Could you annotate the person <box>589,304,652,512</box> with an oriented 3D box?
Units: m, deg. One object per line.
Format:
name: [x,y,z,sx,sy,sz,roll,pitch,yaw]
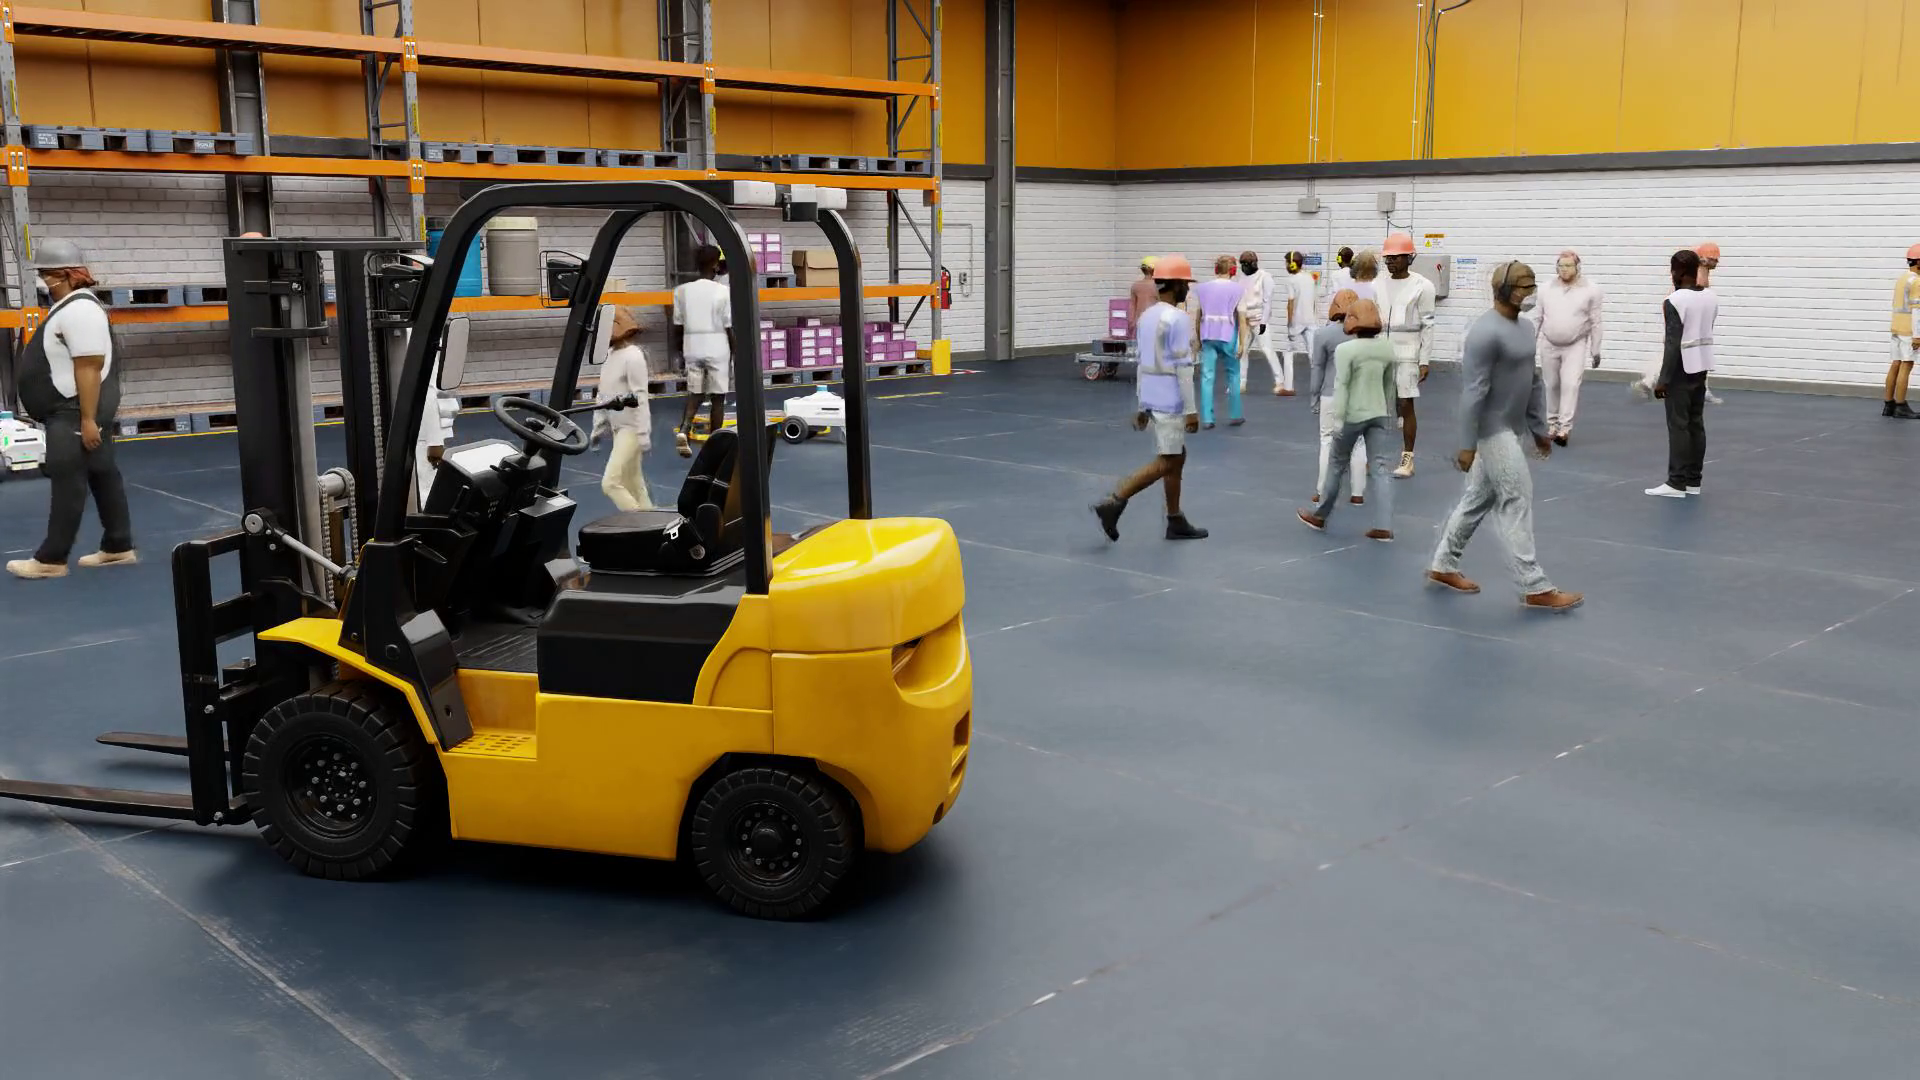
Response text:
person: [-2.047,-0.635,10.195,0.437,1.609,0.510,-6,12,-29]

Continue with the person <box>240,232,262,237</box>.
person: [-5.794,-1.508,13.754,0.378,2.045,0.605,-9,14,-41]

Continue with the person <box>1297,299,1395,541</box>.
person: [2.640,-0.810,11.185,0.529,1.598,0.762,-5,11,-25]

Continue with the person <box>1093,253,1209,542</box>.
person: [1.268,-0.911,10.876,0.799,1.912,0.553,-3,11,-15]

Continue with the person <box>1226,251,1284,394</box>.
person: [3.797,-2.753,21.192,0.540,1.817,0.823,-9,13,-39]

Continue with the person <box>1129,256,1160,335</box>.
person: [2.504,-2.803,21.627,0.534,1.753,0.535,-9,14,-40]

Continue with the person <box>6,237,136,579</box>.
person: [-5.358,-0.808,9.951,0.605,2.000,0.693,-4,11,-23]

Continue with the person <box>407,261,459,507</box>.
person: [-2.911,-0.575,9.111,0.355,1.883,0.572,-4,11,-22]

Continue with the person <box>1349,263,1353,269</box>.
person: [5.536,-3.117,23.544,0.597,1.662,0.406,8,13,37]

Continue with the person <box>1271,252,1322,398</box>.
person: [4.277,-2.679,20.783,0.529,1.826,0.688,-7,12,-32]

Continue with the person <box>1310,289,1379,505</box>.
person: [2.879,-1.065,12.484,0.501,1.626,0.277,0,10,1]

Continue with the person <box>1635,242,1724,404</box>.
person: [8.719,-2.607,20.044,0.941,1.955,0.628,5,11,24]

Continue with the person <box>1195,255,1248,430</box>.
person: [2.768,-2.084,17.554,0.595,1.809,0.866,5,11,24]

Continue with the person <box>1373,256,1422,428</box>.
person: [4.560,-2.172,17.508,0.623,1.993,0.385,2,11,13]

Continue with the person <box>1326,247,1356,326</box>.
person: [5.168,-3.008,22.418,0.535,1.868,0.309,-5,12,-25]

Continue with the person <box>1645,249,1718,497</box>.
person: [5.619,-1.281,12.885,0.590,1.911,0.397,-7,13,-35]

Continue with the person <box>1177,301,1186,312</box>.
person: [2.637,-2.549,20.526,0.307,1.645,0.511,-1,10,-7]

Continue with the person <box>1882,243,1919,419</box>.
person: [10.540,-2.316,18.451,0.378,1.938,0.547,1,10,7]

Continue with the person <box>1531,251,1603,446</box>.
person: [5.845,-1.858,16.178,0.671,1.860,0.904,7,12,33]

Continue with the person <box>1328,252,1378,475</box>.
person: [3.477,-1.525,14.320,0.644,1.880,1.070,2,11,13]

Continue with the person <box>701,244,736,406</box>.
person: [-2.759,-2.525,19.698,0.482,1.938,0.619,-7,12,-32]

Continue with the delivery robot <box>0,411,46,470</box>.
delivery robot: [-7.930,-0.828,13.860,0.707,0.478,0.477,8,13,39]

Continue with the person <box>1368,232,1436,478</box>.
person: [3.635,-1.535,13.908,0.616,2.041,0.378,9,14,42]

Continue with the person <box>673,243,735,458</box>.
person: [-2.264,-1.639,14.726,0.607,1.952,0.545,3,11,17]

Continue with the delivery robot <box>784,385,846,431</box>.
delivery robot: [-1.345,-1.270,16.266,0.707,0.478,0.477,2,10,9]

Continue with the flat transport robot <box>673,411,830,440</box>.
flat transport robot: [-2.090,-1.163,16.714,1.431,0.197,0.652,-6,12,-29]

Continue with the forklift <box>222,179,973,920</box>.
forklift: [-1.114,-0.058,5.440,2.313,2.155,1.214,2,11,13]

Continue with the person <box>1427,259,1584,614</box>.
person: [2.996,-0.578,9.117,0.944,1.899,0.642,8,13,36]
